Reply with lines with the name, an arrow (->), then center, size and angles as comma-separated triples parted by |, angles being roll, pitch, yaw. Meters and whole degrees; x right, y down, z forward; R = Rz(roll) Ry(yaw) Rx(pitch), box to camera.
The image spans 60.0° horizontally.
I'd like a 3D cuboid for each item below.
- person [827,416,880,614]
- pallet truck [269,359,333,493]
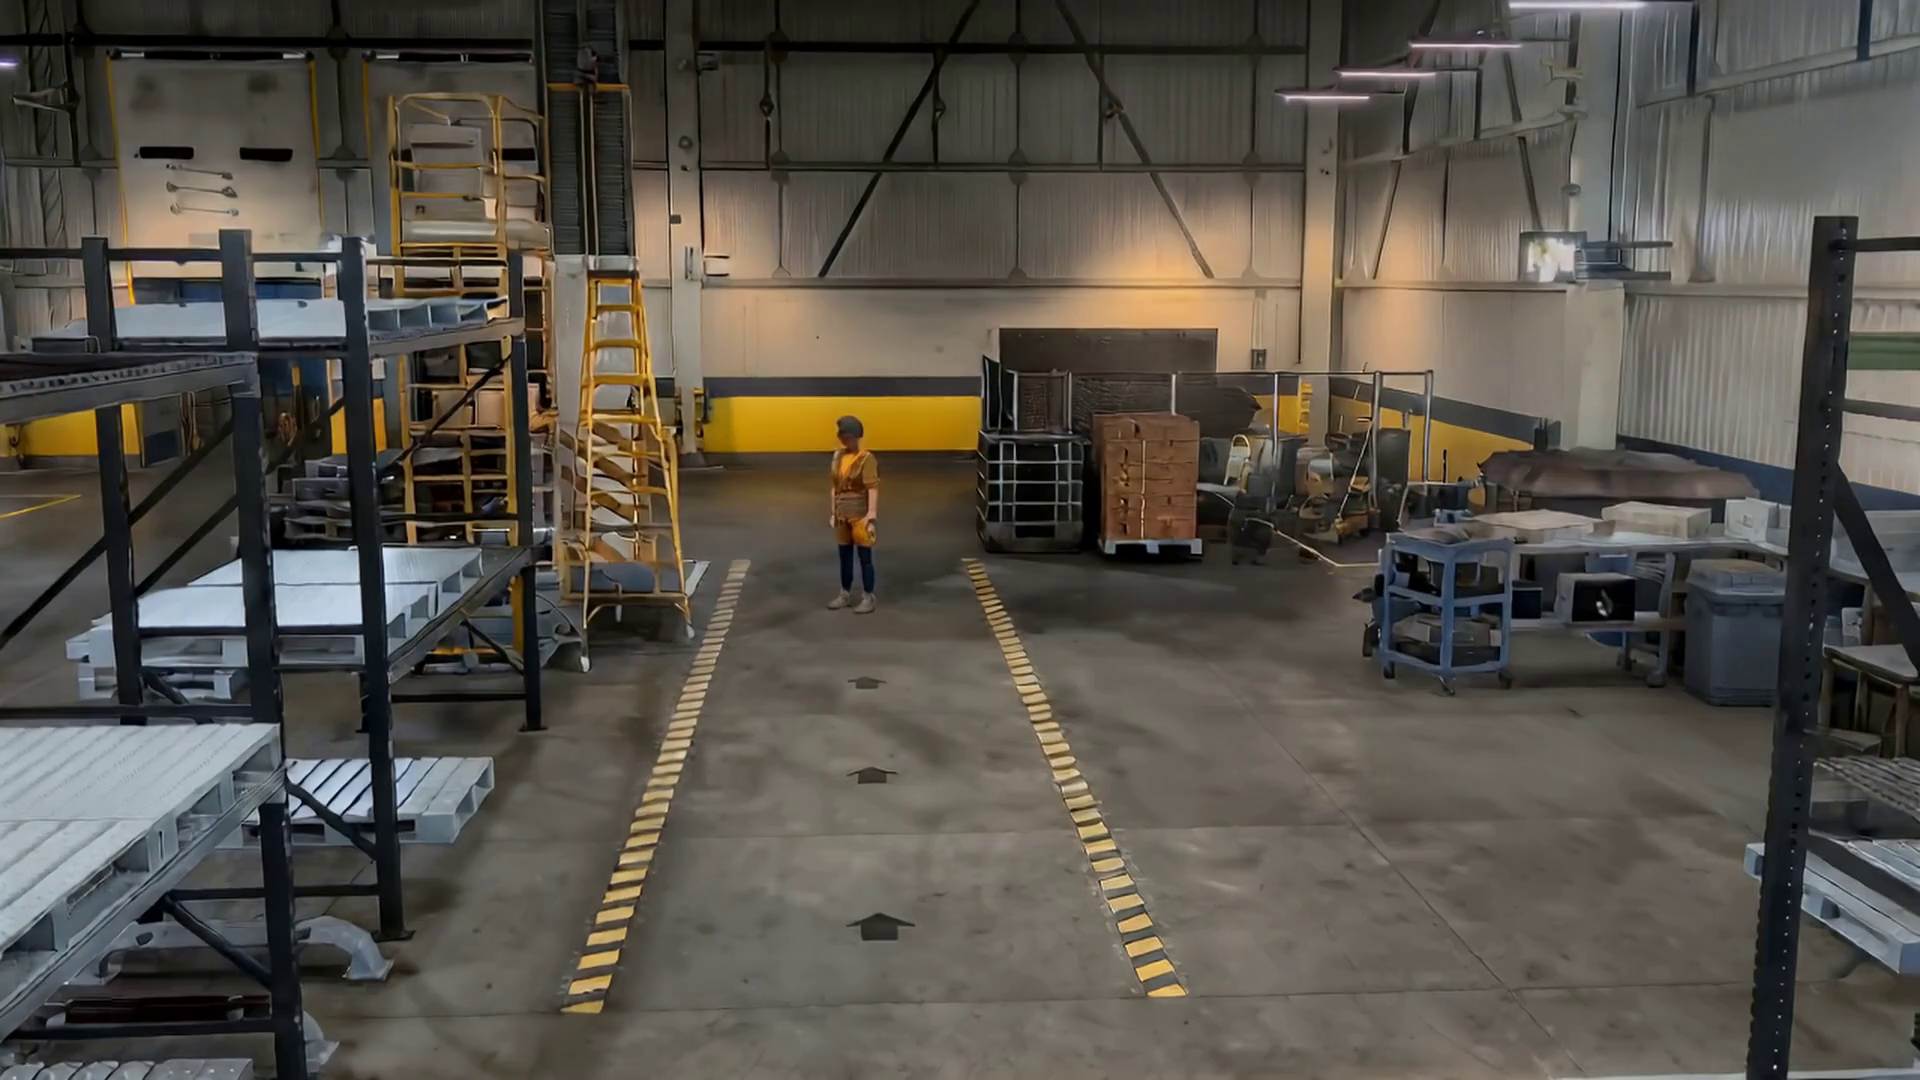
person -> -0.918, -0.214, 14.181 | 0.540, 1.695, 0.317 | 8, 12, 41
pallet truck -> -7.062, -1.131, 18.996 | 1.885, 1.965, 0.823 | 2, 9, 13
